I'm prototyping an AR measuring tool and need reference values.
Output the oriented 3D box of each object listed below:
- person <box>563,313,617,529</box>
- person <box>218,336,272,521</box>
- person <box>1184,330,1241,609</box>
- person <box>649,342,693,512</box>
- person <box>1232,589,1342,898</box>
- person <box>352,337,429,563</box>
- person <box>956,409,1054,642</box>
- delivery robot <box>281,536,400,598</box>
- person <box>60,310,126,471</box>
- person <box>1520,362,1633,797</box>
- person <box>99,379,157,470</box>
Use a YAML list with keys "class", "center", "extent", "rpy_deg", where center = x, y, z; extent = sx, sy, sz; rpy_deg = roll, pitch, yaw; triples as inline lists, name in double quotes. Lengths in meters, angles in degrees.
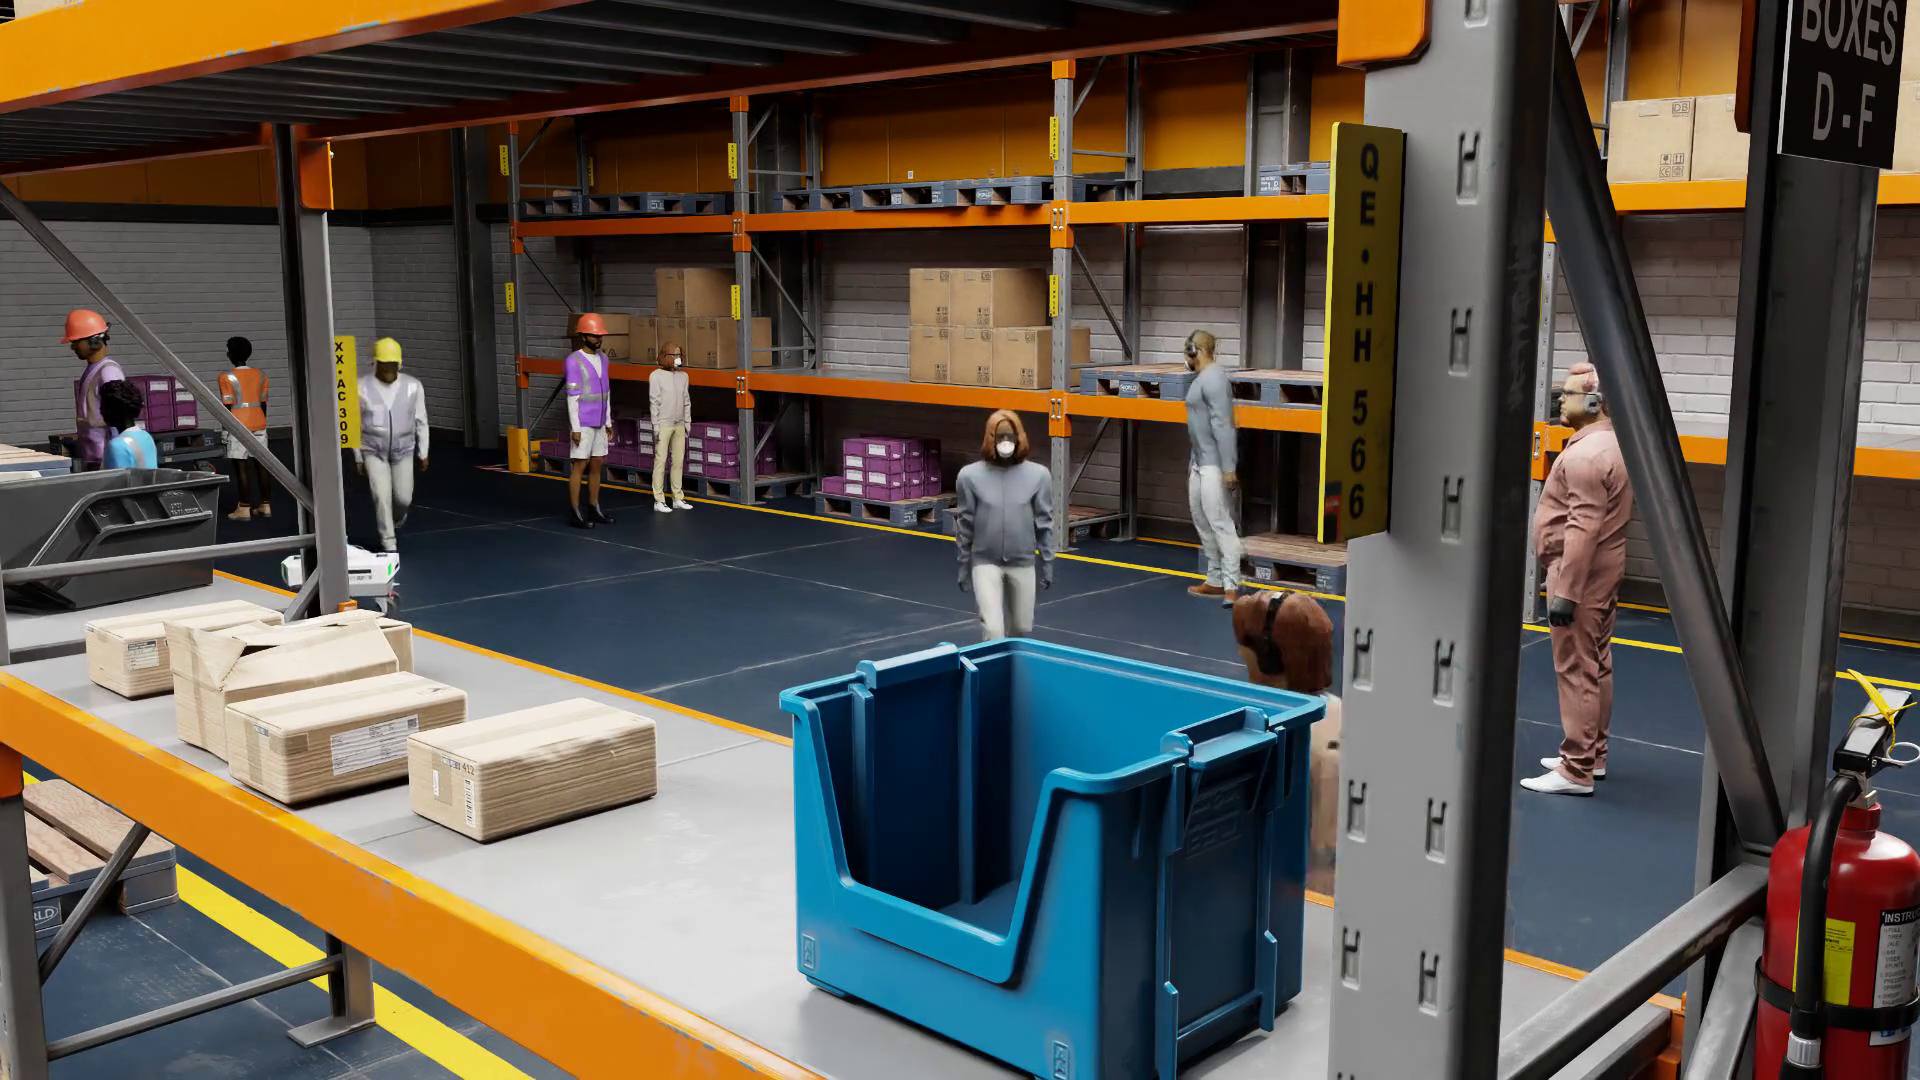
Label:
- class: "person"
  center: [-3.287, -1.061, 14.881]
  extent: [0.407, 1.930, 0.547]
  rpy_deg: [4, 10, 26]
- class: "person"
  center: [-6.612, -1.028, 15.367]
  extent: [0.315, 1.696, 0.540]
  rpy_deg: [4, 10, 24]
- class: "person"
  center: [1.763, -0.492, 11.498]
  extent: [0.435, 1.892, 0.794]
  rpy_deg: [0, 9, -3]
- class: "person"
  center: [-2.766, -1.081, 15.912]
  extent: [0.277, 1.629, 0.496]
  rpy_deg: [7, 12, 37]
- class: "person"
  center: [0.741, 0.896, 3.886]
  extent: [0.880, 1.586, 0.539]
  rpy_deg: [7, 12, 37]
- class: "person"
  center: [-4.545, -0.723, 13.234]
  extent: [0.599, 1.797, 0.682]
  rpy_deg: [-5, 10, -28]
- class: "person"
  center: [0.226, 0.122, 8.585]
  extent: [0.503, 1.614, 0.673]
  rpy_deg: [-1, 9, -5]
- class: "delivery robot"
  center: [-4.073, 0.213, 10.963]
  extent: [0.707, 0.478, 0.477]
  rpy_deg: [-2, 9, -10]
- class: "person"
  center: [-5.994, -0.582, 11.606]
  extent: [0.389, 2.034, 0.605]
  rpy_deg: [-8, 12, -39]
- class: "person"
  center: [2.735, 0.172, 7.362]
  extent: [0.409, 1.908, 0.652]
  rpy_deg: [6, 11, 33]
- class: "person"
  center: [-4.711, -0.069, 9.503]
  extent: [0.319, 1.693, 0.536]
  rpy_deg: [-2, 9, -11]
